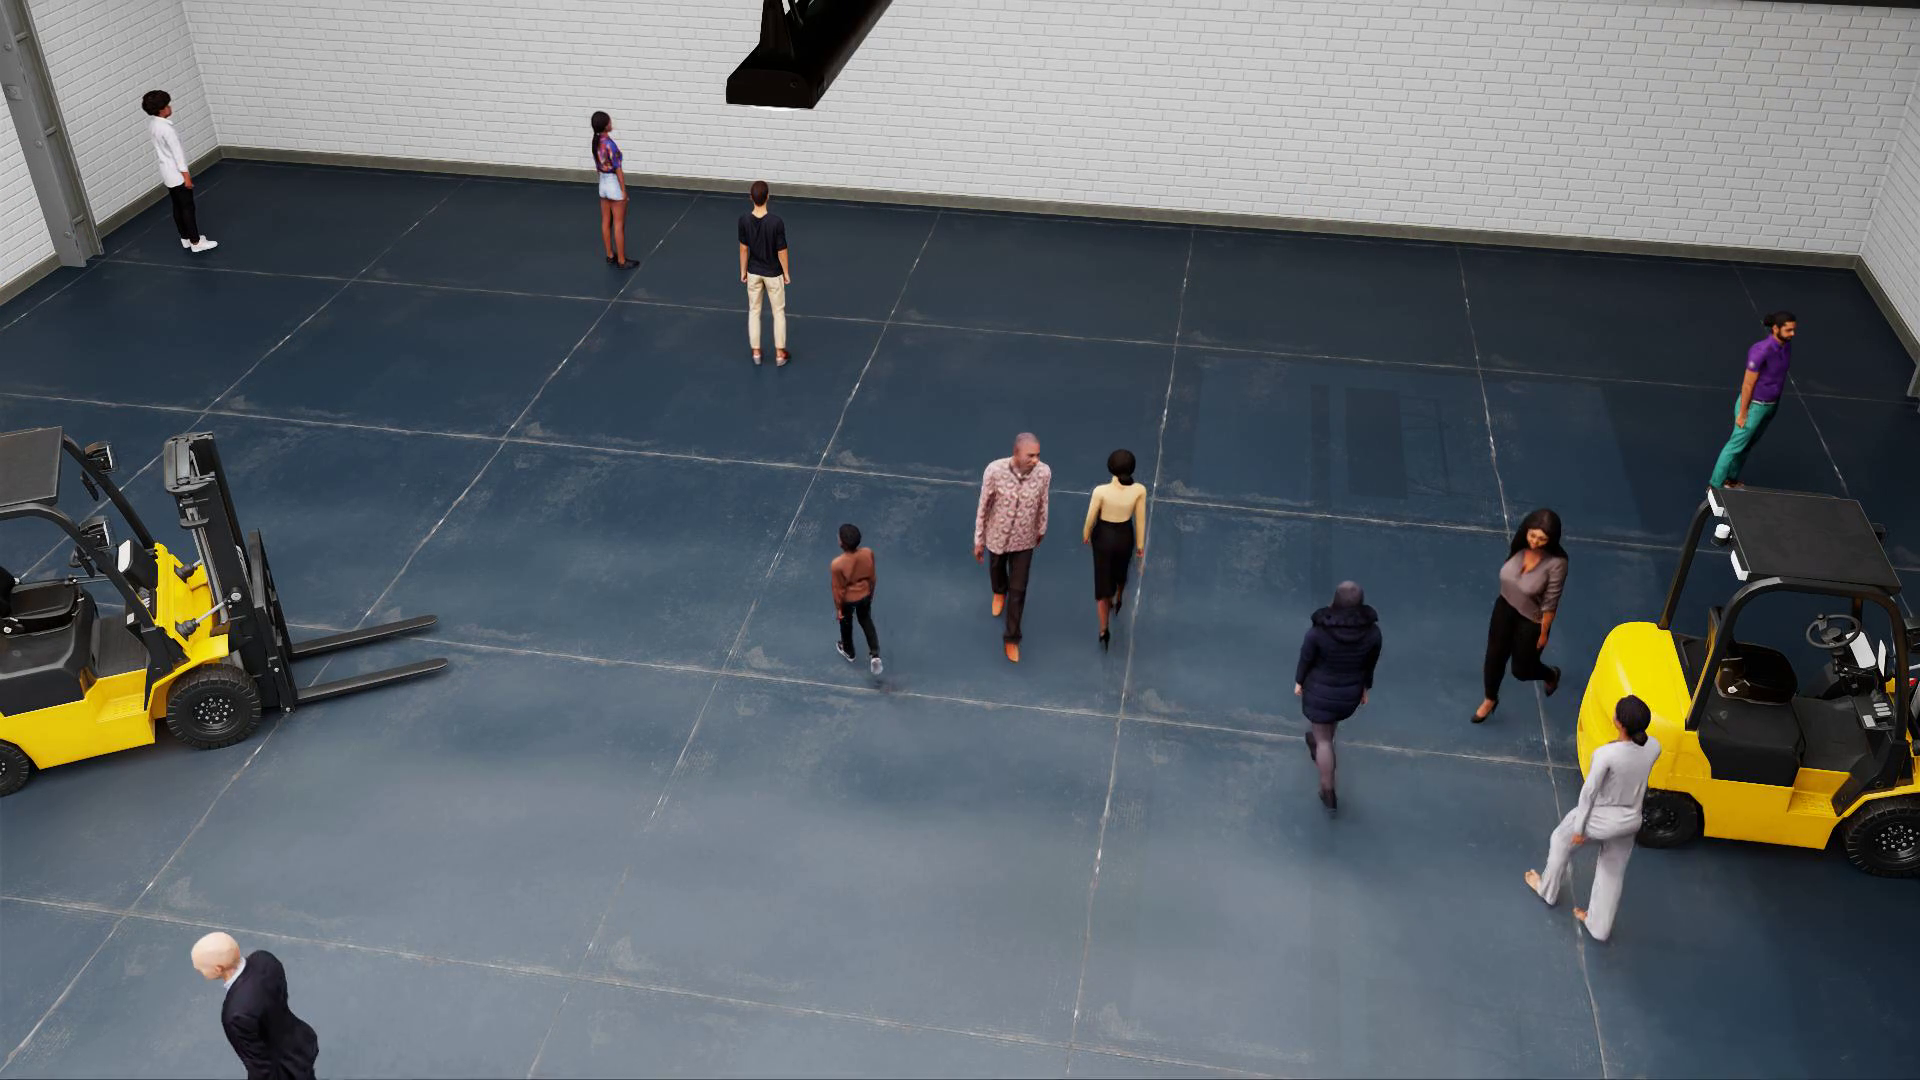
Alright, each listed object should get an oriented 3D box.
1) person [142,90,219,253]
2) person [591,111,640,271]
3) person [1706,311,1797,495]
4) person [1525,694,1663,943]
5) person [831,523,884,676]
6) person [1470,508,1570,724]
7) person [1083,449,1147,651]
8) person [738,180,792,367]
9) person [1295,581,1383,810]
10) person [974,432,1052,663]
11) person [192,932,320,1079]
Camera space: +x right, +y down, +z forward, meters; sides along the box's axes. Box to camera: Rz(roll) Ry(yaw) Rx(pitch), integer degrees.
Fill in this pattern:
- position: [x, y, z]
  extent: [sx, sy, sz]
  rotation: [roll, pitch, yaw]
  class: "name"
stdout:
- position: [-8.733, -4.108, 18.495]
  extent: [0.715, 1.809, 0.741]
  rotation: [28, 43, 36]
  class: "person"
- position: [-3.802, -3.816, 18.116]
  extent: [0.670, 1.743, 0.690]
  rotation: [27, 42, 35]
  class: "person"
- position: [6.729, -1.143, 14.072]
  extent: [0.695, 1.768, 0.758]
  rotation: [-22, 39, -29]
  class: "person"
- position: [3.888, 1.698, 9.844]
  extent: [0.817, 1.716, 0.951]
  rotation: [-7, 34, -10]
  class: "person"
- position: [-0.742, 0.440, 12.166]
  extent: [0.786, 1.241, 0.879]
  rotation: [-17, 37, -24]
  class: "person"
- position: [3.962, 0.533, 11.506]
  extent: [1.008, 1.816, 0.949]
  rotation: [-21, 39, -28]
  class: "person"
- position: [1.128, 0.080, 12.363]
  extent: [0.754, 1.622, 0.911]
  rotation: [-4, 34, -5]
  class: "person"
- position: [-1.893, -2.592, 16.175]
  extent: [0.625, 1.852, 0.531]
  rotation: [5, 34, 8]
  class: "person"
- position: [2.464, 1.023, 10.929]
  extent: [0.846, 1.640, 1.125]
  rotation: [-3, 34, -4]
  class: "person"
- position: [0.374, -0.073, 12.479]
  extent: [0.793, 1.749, 1.223]
  rotation: [2, 34, 3]
  class: "person"
- position: [-3.342, 2.644, 8.376]
  extent: [0.853, 1.767, 0.828]
  rotation: [-3, 34, -4]
  class: "person"
